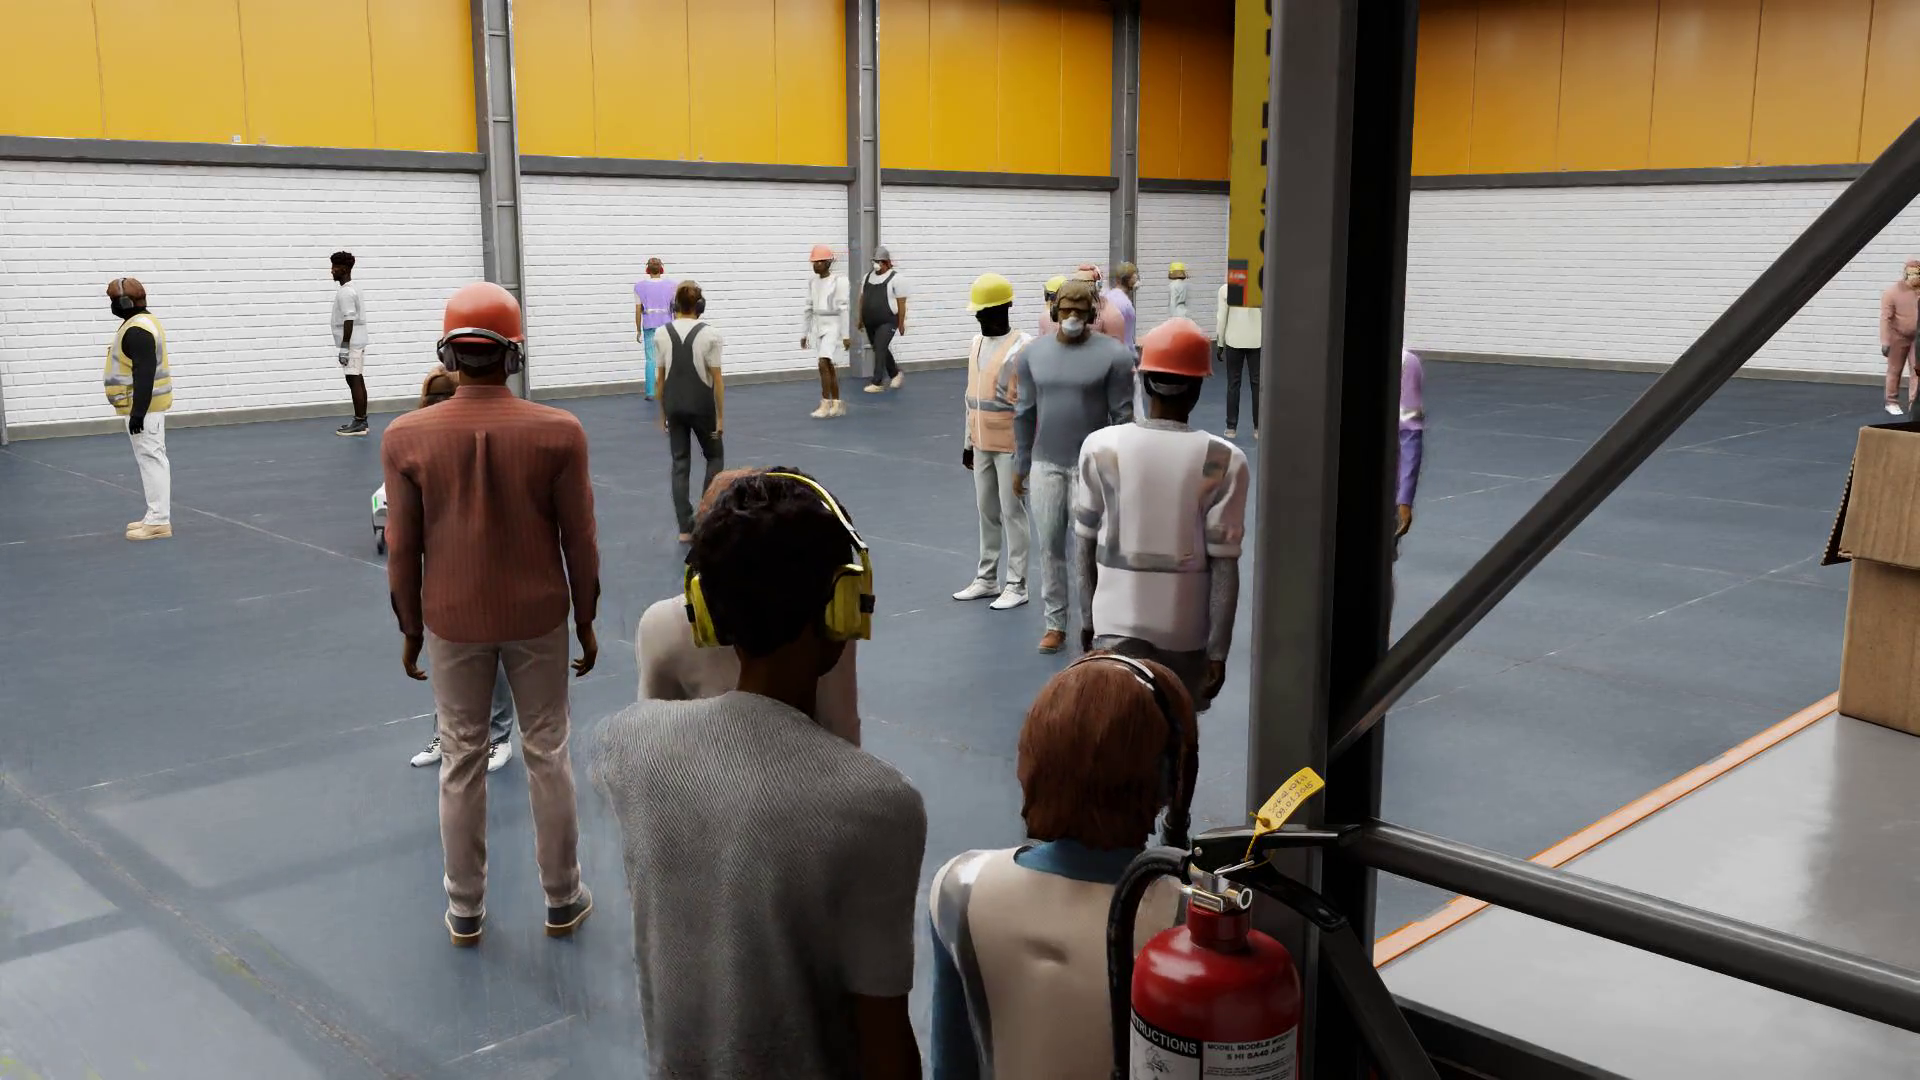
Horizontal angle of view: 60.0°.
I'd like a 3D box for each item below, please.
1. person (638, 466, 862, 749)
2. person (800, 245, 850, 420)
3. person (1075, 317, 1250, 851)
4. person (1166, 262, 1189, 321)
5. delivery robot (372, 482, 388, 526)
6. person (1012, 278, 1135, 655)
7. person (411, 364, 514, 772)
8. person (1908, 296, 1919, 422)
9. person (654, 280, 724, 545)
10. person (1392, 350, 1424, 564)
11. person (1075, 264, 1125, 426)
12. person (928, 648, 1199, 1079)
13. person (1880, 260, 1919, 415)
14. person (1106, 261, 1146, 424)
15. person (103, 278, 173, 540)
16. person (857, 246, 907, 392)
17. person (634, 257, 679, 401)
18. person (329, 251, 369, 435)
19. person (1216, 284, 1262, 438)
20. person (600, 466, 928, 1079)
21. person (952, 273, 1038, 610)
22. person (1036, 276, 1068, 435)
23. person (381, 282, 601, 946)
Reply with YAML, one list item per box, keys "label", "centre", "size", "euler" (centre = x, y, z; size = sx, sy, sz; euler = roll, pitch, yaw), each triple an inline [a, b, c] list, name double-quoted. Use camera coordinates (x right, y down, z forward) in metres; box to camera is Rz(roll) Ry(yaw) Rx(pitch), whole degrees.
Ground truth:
- label: "person"
  centre: [-0.471, 0.648, 3.732]
  size: [0.519, 1.620, 0.411]
  euler: [1, 10, 5]
- label: "person"
  centre: [-1.618, -2.401, 19.300]
  size: [0.638, 2.013, 0.774]
  euler: [10, 14, 44]
- label: "person"
  centre: [0.617, 0.251, 5.212]
  size: [0.540, 1.890, 1.010]
  euler: [2, 11, 9]
- label: "person"
  centre: [3.287, -3.426, 25.693]
  size: [0.671, 1.714, 0.499]
  euler: [8, 13, 39]
- label: "delivery robot"
  centre: [-3.831, -0.282, 11.482]
  size: [0.477, 0.478, 0.707]
  euler: [-2, 11, -10]
- label: "person"
  centre: [0.599, -0.390, 8.616]
  size: [0.631, 1.920, 0.618]
  euler: [4, 11, 22]
- label: "person"
  centre: [-2.001, 0.112, 6.644]
  size: [0.507, 1.633, 0.280]
  euler: [3, 11, 16]
- label: "person"
  centre: [9.529, -1.779, 16.183]
  size: [0.595, 1.915, 0.371]
  euler: [-3, 11, -15]
- label: "person"
  centre: [-1.854, -0.882, 11.549]
  size: [0.506, 1.830, 0.486]
  euler: [2, 11, 8]
- label: "person"
  centre: [1.794, -0.230, 7.588]
  size: [0.619, 1.992, 1.023]
  euler: [5, 11, 24]
- label: "person"
  centre: [0.974, -1.194, 13.010]
  size: [0.408, 1.913, 0.641]
  euler: [-10, 14, -42]
- label: "person"
  centre: [0.209, 0.929, 2.228]
  size: [0.542, 1.605, 0.698]
  euler: [6, 12, 32]
- label: "person"
  centre: [11.117, -2.343, 19.497]
  size: [0.657, 1.832, 1.003]
  euler: [3, 11, 13]
- label: "person"
  centre: [1.537, -1.760, 16.201]
  size: [1.018, 1.889, 0.639]
  euler: [-1, 10, -3]
- label: "person"
  centre: [-5.793, -0.924, 11.746]
  size: [0.430, 1.837, 0.619]
  euler: [-4, 11, -21]
- label: "person"
  centre: [-1.046, -3.081, 22.945]
  size: [0.682, 2.000, 0.971]
  euler: [8, 13, 37]
- label: "person"
  centre: [-3.903, -2.711, 21.449]
  size: [0.566, 1.850, 0.389]
  euler: [-2, 11, -13]
- label: "person"
  centre: [-6.551, -2.109, 17.847]
  size: [0.367, 1.965, 0.607]
  euler: [-2, 11, -10]
- label: "person"
  centre: [3.006, -2.067, 17.549]
  size: [0.612, 1.991, 0.392]
  euler: [1, 10, 6]
- label: "person"
  centre: [-0.228, 0.832, 2.149]
  size: [0.528, 1.842, 0.455]
  euler: [6, 12, 31]
- label: "person"
  centre: [0.209, -0.560, 9.537]
  size: [0.382, 1.917, 0.585]
  euler: [-8, 13, -37]
- label: "person"
  centre: [0.854, -1.532, 15.275]
  size: [0.332, 1.759, 0.523]
  euler: [-1, 10, -6]
- label: "person"
  centre: [-1.388, 0.234, 4.996]
  size: [0.611, 1.995, 0.380]
  euler: [-2, 11, -11]
